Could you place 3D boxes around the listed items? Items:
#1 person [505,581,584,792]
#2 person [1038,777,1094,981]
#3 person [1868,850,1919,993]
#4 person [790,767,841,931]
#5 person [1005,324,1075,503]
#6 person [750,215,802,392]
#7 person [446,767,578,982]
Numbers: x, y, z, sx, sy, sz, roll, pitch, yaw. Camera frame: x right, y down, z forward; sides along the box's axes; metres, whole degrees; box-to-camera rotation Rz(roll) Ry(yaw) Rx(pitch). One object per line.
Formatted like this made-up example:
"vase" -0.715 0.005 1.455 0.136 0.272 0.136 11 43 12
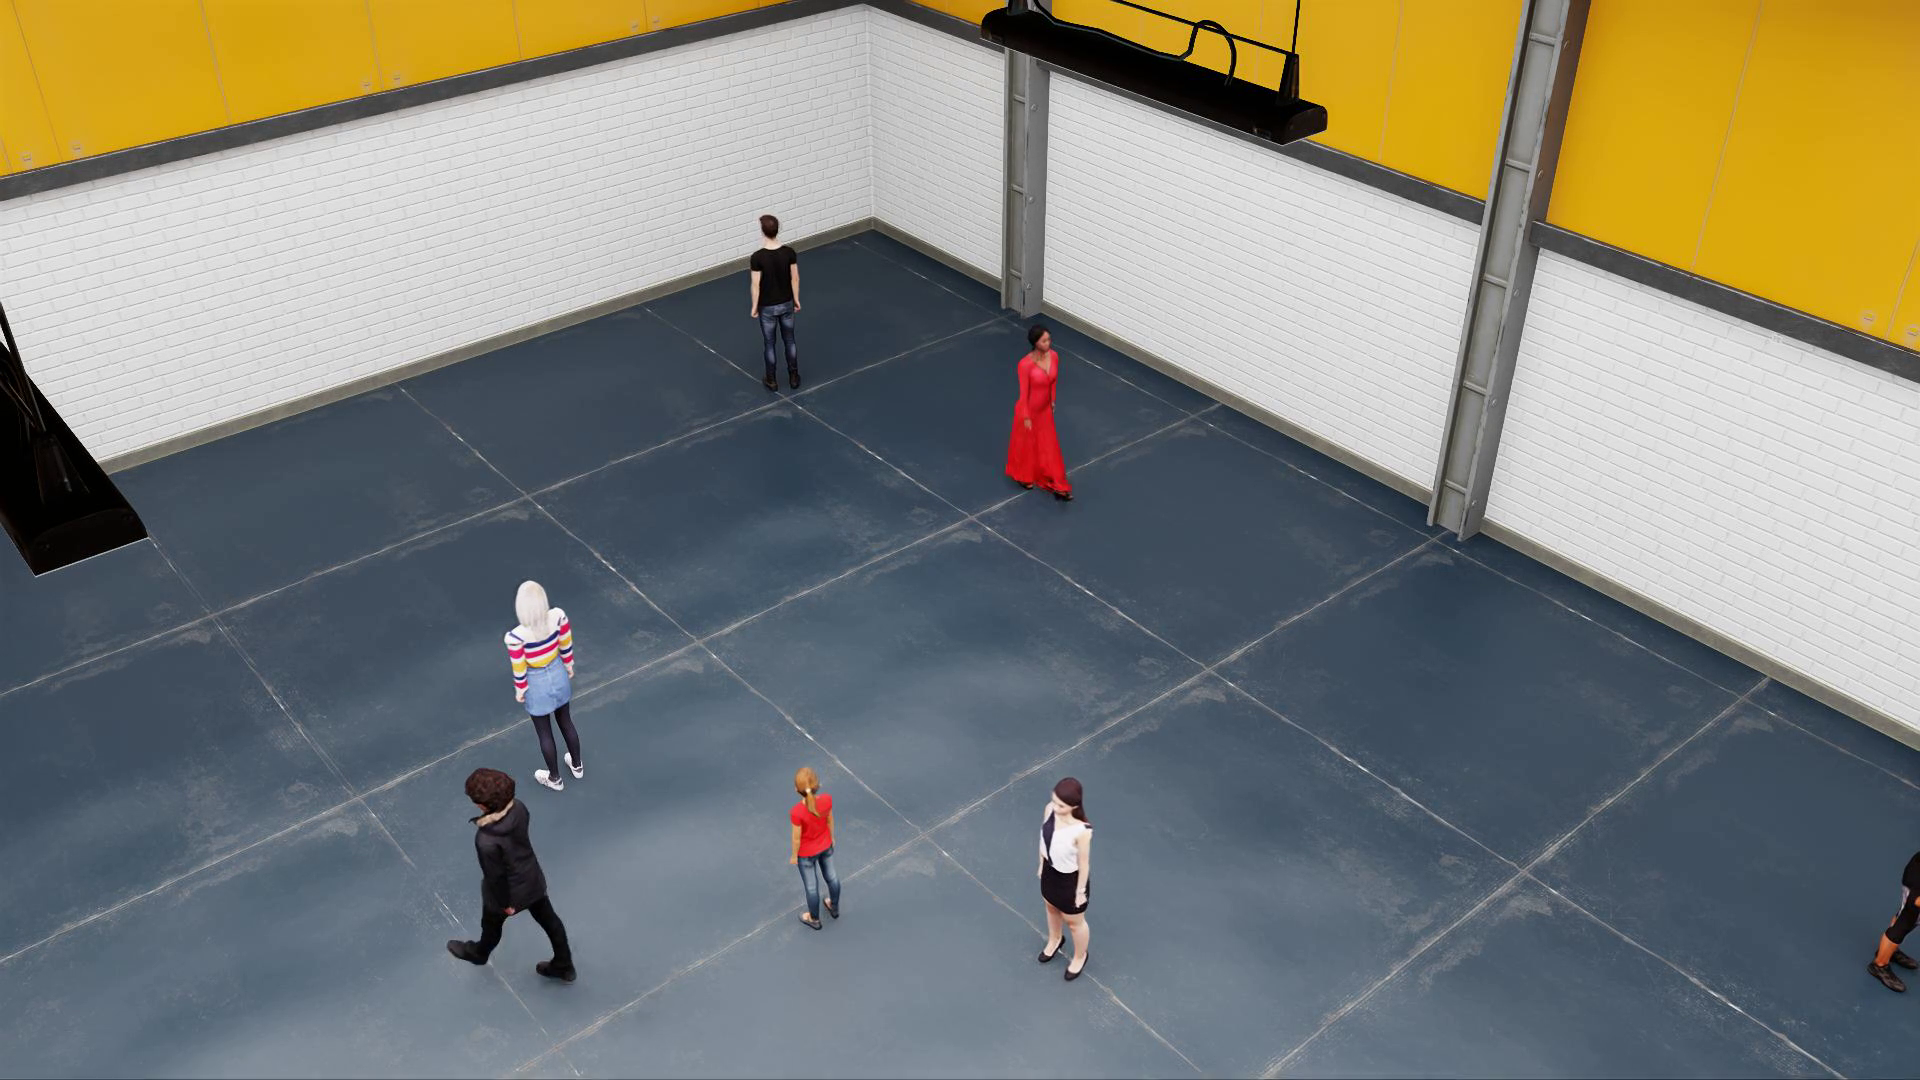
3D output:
"person" -2.987 1.035 12.009 0.541 1.809 0.669 29 43 36
"person" 0.669 2.130 10.508 0.602 1.647 0.460 -26 42 -33
"person" 6.114 2.127 10.503 0.538 1.659 0.599 27 42 35
"person" -0.953 2.028 10.967 0.484 1.310 0.481 -22 39 -29
"person" 0.647 -1.218 15.448 0.694 1.755 1.059 -21 39 -28
"person" -1.895 -2.437 17.151 0.757 1.900 0.716 -9 35 -13
"person" -2.714 2.150 10.403 1.176 1.730 0.956 12 36 18
